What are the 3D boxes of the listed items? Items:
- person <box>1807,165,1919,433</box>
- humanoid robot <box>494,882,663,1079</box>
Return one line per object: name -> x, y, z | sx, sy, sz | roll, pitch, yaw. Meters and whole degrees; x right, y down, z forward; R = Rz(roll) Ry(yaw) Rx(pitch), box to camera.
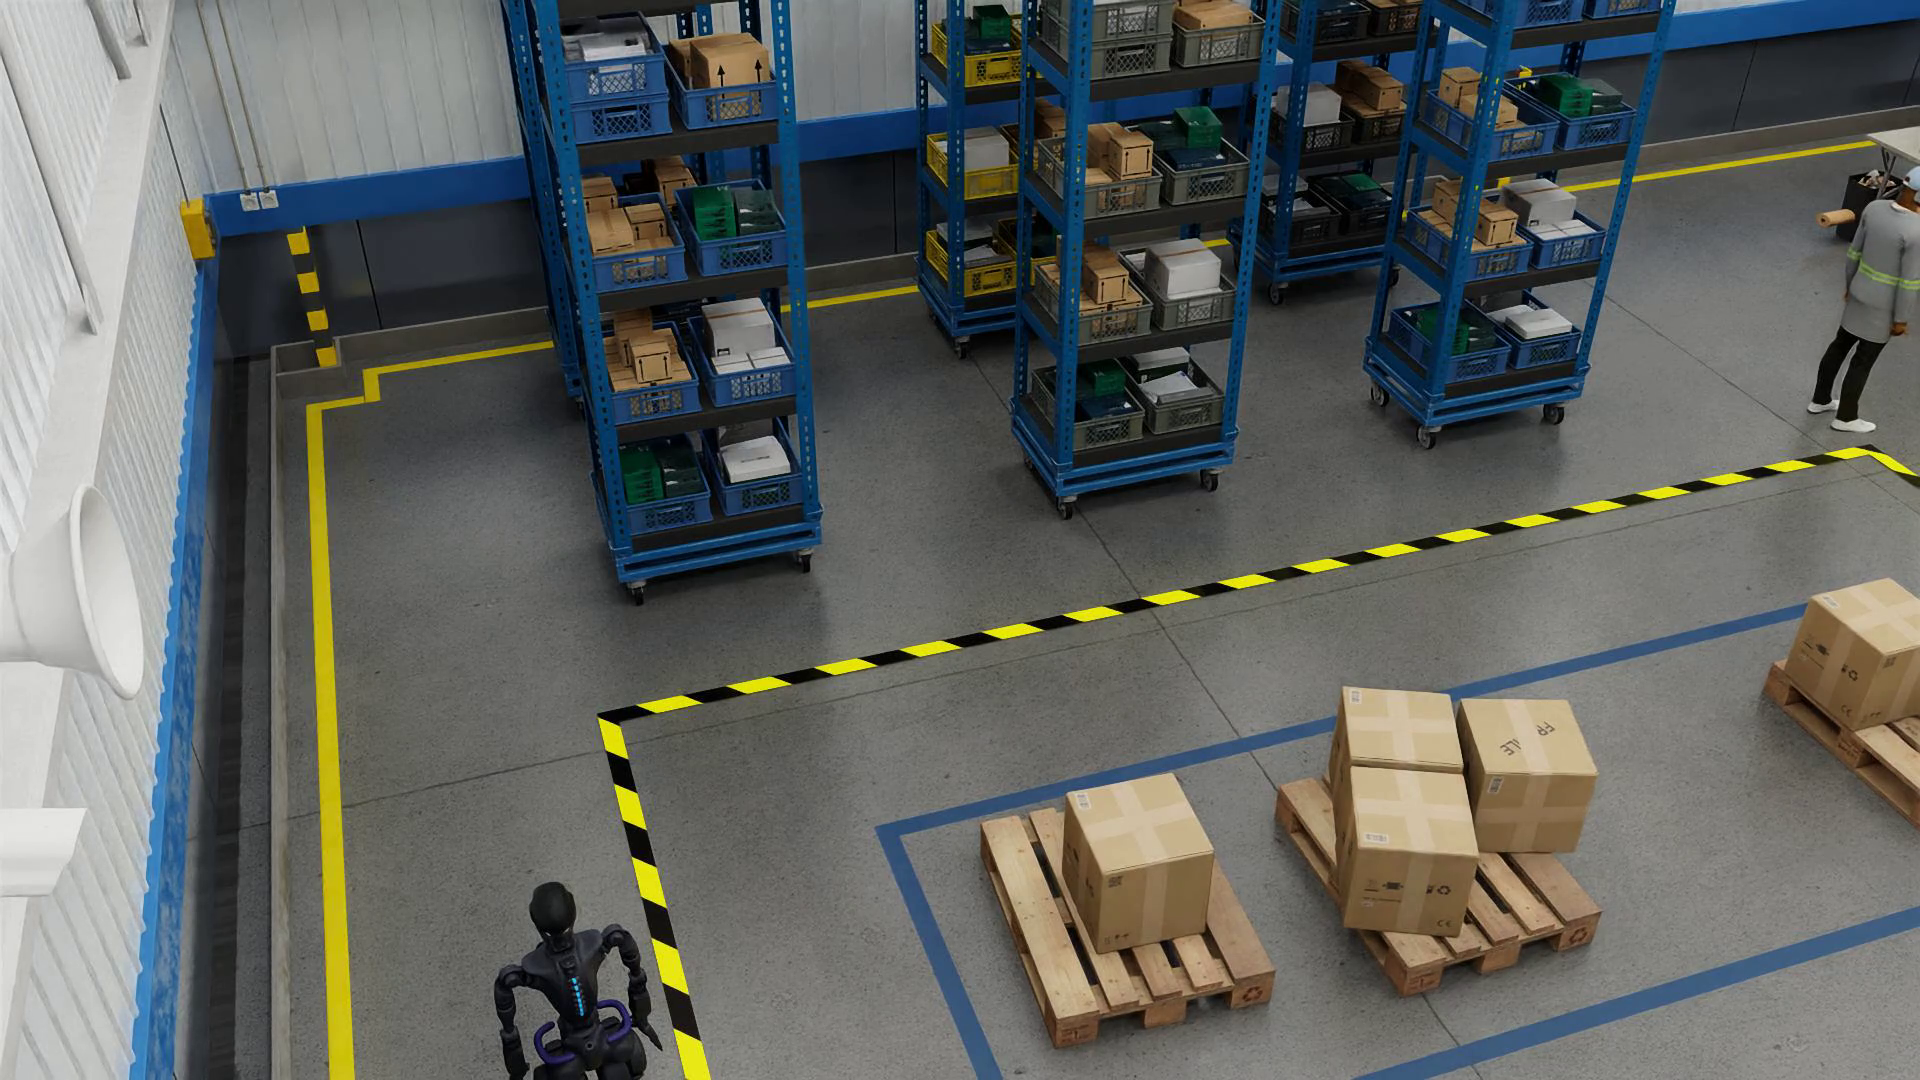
person -> 6.047, -1.586, 10.935 | 0.399, 1.848, 0.587 | -7, 36, -10
humanoid robot -> -1.394, 1.892, 6.137 | 0.599, 1.657, 0.315 | -18, 39, -23
